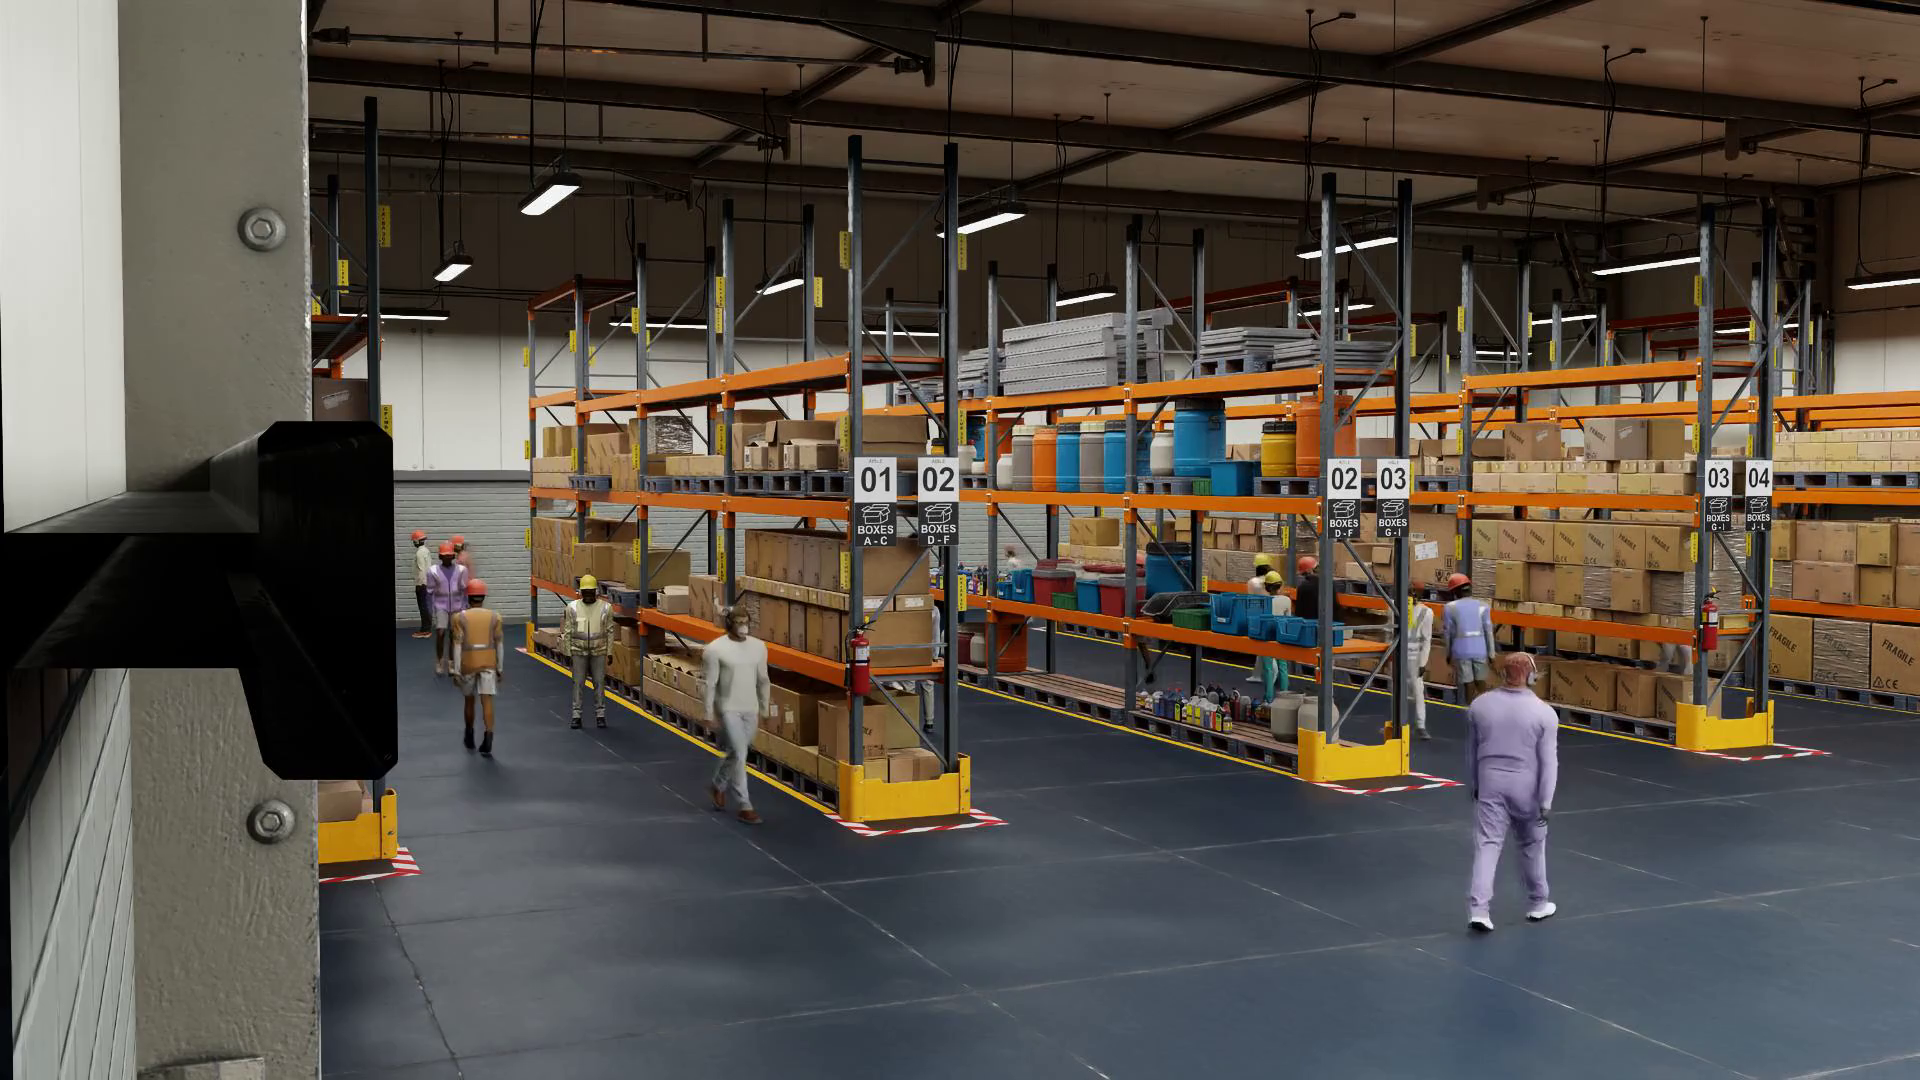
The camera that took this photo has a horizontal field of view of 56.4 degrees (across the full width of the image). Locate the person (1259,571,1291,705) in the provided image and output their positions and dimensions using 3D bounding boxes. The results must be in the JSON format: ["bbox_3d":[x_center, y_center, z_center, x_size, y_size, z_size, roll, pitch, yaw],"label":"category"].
[{"bbox_3d":[4.088,1.290,23.401,0.530,1.772,0.302,-1,2,-26],"label":"person"}]

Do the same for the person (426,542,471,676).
[{"bbox_3d":[-7.651,1.036,26.853,0.632,2.021,0.659,-1,2,-25],"label":"person"}]

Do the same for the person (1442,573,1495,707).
[{"bbox_3d":[5.928,1.330,20.937,0.591,1.878,0.636,0,2,0],"label":"person"}]

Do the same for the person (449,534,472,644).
[{"bbox_3d":[-8.738,0.882,31.466,0.508,1.972,0.614,-1,2,-20],"label":"person"}]

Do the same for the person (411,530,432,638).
[{"bbox_3d":[-9.975,0.808,33.134,0.396,1.987,0.623,0,2,-6],"label":"person"}]

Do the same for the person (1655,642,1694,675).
[{"bbox_3d":[9.383,1.232,23.405,0.657,1.880,1.028,0,2,-10],"label":"person"}]

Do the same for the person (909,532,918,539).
[{"bbox_3d":[-0.875,0.806,33.919,0.609,1.940,0.876,-1,2,-28],"label":"person"}]

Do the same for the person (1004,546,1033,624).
[{"bbox_3d":[1.046,0.907,35.749,0.875,1.587,0.524,0,2,1],"label":"person"}]

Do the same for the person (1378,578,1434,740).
[{"bbox_3d":[5.117,1.361,20.620,0.346,1.855,0.713,-2,3,-43],"label":"person"}]

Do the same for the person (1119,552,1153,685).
[{"bbox_3d":[2.522,1.137,25.498,0.543,1.922,0.476,-1,2,-18],"label":"person"}]

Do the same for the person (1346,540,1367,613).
[{"bbox_3d":[6.822,0.937,31.258,0.603,1.877,0.960,-2,3,-40],"label":"person"}]

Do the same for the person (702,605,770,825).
[{"bbox_3d":[-2.021,1.515,15.964,0.638,1.911,0.968,-2,3,-39],"label":"person"}]

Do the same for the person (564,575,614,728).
[{"bbox_3d":[-4.456,1.331,21.517,0.593,1.833,0.404,0,2,-11],"label":"person"}]

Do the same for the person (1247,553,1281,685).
[{"bbox_3d":[4.385,1.137,25.719,0.591,1.904,0.817,-1,3,-30],"label":"person"}]

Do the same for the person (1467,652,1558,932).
[{"bbox_3d":[3.710,1.683,12.062,0.651,1.865,0.987,2,3,36],"label":"person"}]

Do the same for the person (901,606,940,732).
[{"bbox_3d":[-0.519,1.347,21.038,0.587,1.836,0.404,-1,2,-21],"label":"person"}]

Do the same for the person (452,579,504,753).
[{"bbox_3d":[-5.290,1.374,19.681,0.558,1.894,1.006,-1,2,-23],"label":"person"}]

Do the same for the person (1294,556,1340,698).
[{"bbox_3d":[4.734,1.187,23.983,0.641,1.932,0.830,-1,3,-29],"label":"person"}]

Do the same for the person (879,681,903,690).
[{"bbox_3d":[-0.998,1.186,24.981,0.501,1.860,0.311,-2,3,-36],"label":"person"}]
